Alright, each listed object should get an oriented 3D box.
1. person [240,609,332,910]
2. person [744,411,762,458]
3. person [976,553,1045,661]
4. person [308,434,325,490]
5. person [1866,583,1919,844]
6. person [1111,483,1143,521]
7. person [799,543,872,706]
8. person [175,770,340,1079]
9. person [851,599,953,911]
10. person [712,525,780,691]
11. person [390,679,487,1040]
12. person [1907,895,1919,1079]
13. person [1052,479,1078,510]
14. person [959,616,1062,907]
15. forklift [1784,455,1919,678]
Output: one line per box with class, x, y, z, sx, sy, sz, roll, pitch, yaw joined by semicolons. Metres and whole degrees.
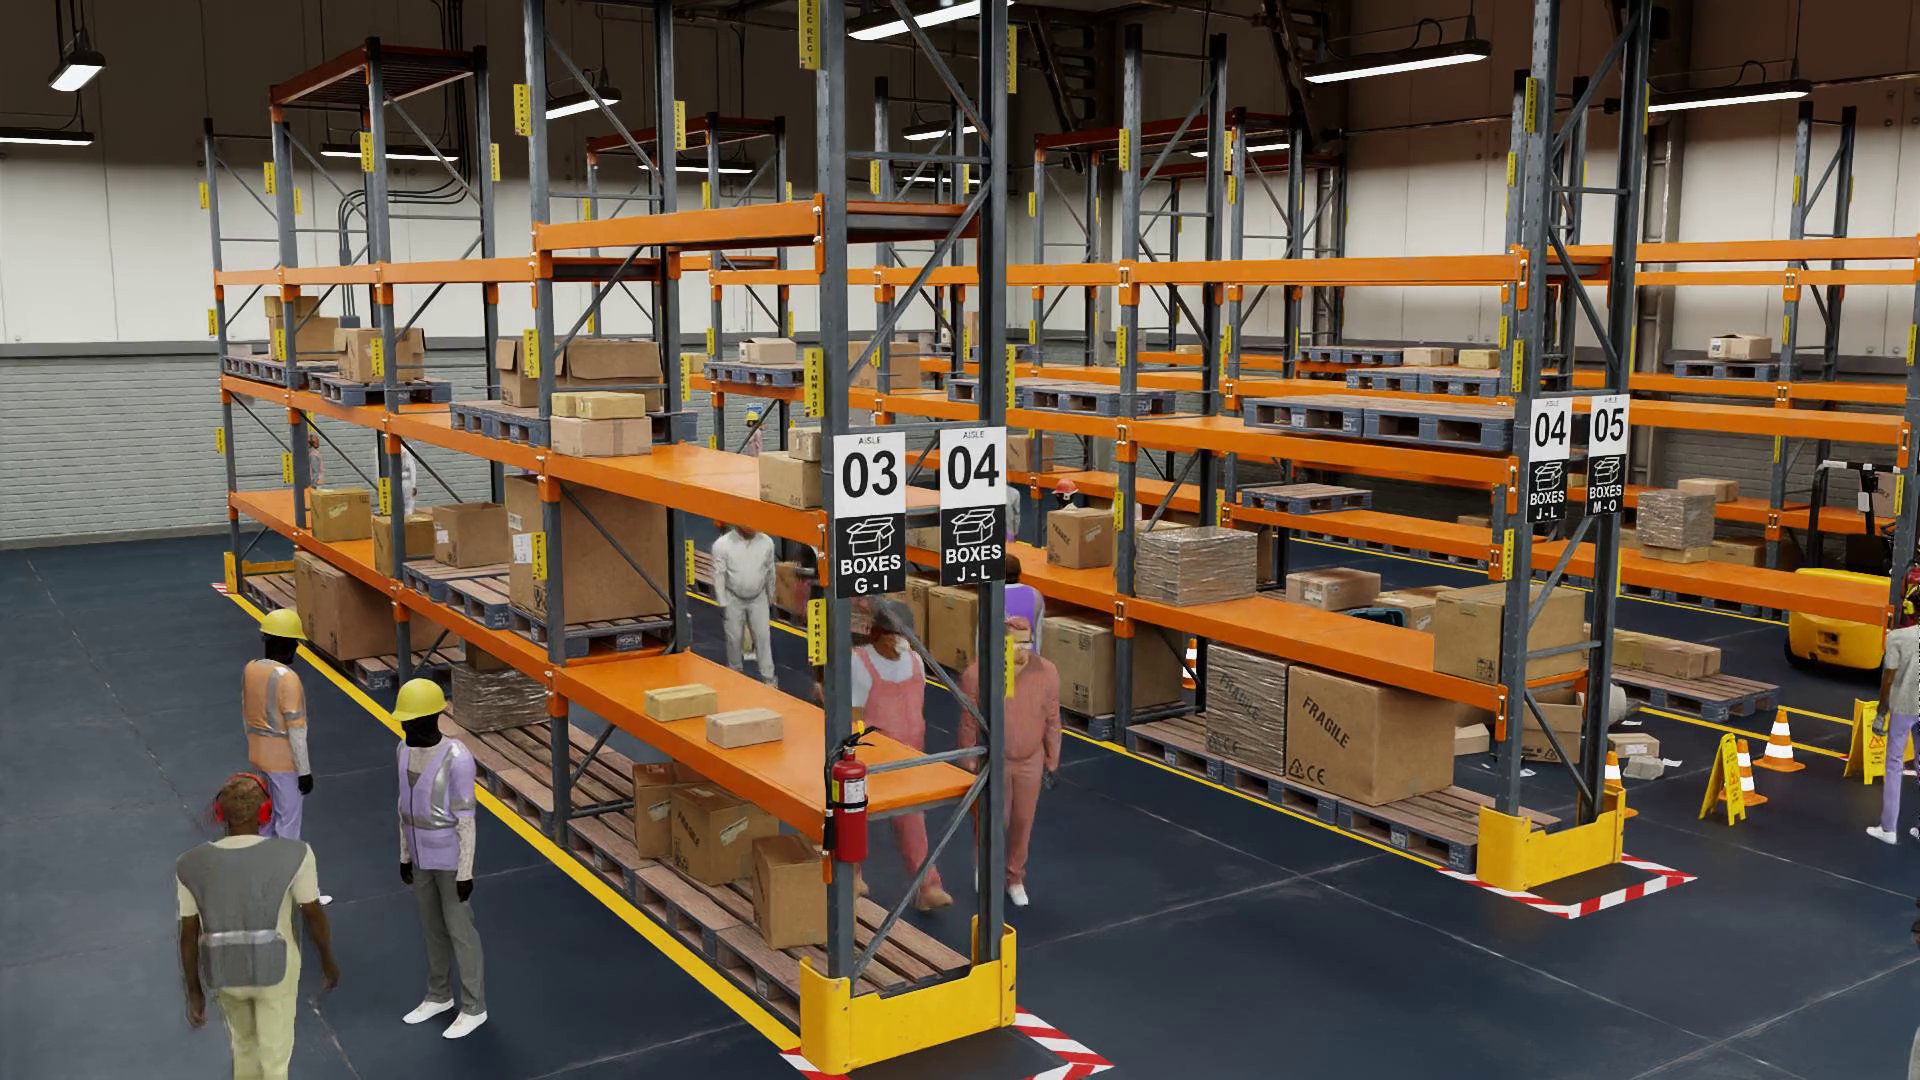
person;-4.288;1.389;10.529;0.585;1.916;0.390;7;11;38
person;-3.673;-1.412;29.677;0.328;1.767;0.530;-3;9;-20
person;0.375;1.014;13.275;0.629;1.842;0.429;-6;10;-34
person;-10.267;-0.866;26.459;0.307;1.640;0.520;-4;9;-22
person;6.744;1.231;11.784;0.525;1.859;0.335;0;9;-1
person;2.043;0.120;19.625;0.851;1.701;0.552;7;11;41
person;-1.113;0.619;15.425;0.943;1.993;0.601;8;12;42
person;-3.094;1.910;7.399;0.589;1.817;0.802;-1;9;-4
person;-0.451;1.329;10.513;0.694;2.000;1.041;-5;10;-32
person;-2.024;0.613;15.896;0.648;1.851;1.014;-3;9;-19
person;-2.763;1.659;8.743;0.585;1.918;0.410;6;11;36
person;3.412;2.126;5.790;0.311;1.865;0.532;8;12;43
person;1.219;0.164;19.223;0.329;1.751;0.570;0;9;2
person;0.335;1.401;10.545;0.648;1.887;0.420;-3;9;-17
forklift;9.643;0.253;17.172;2.313;2.155;1.214;-6;10;-33
